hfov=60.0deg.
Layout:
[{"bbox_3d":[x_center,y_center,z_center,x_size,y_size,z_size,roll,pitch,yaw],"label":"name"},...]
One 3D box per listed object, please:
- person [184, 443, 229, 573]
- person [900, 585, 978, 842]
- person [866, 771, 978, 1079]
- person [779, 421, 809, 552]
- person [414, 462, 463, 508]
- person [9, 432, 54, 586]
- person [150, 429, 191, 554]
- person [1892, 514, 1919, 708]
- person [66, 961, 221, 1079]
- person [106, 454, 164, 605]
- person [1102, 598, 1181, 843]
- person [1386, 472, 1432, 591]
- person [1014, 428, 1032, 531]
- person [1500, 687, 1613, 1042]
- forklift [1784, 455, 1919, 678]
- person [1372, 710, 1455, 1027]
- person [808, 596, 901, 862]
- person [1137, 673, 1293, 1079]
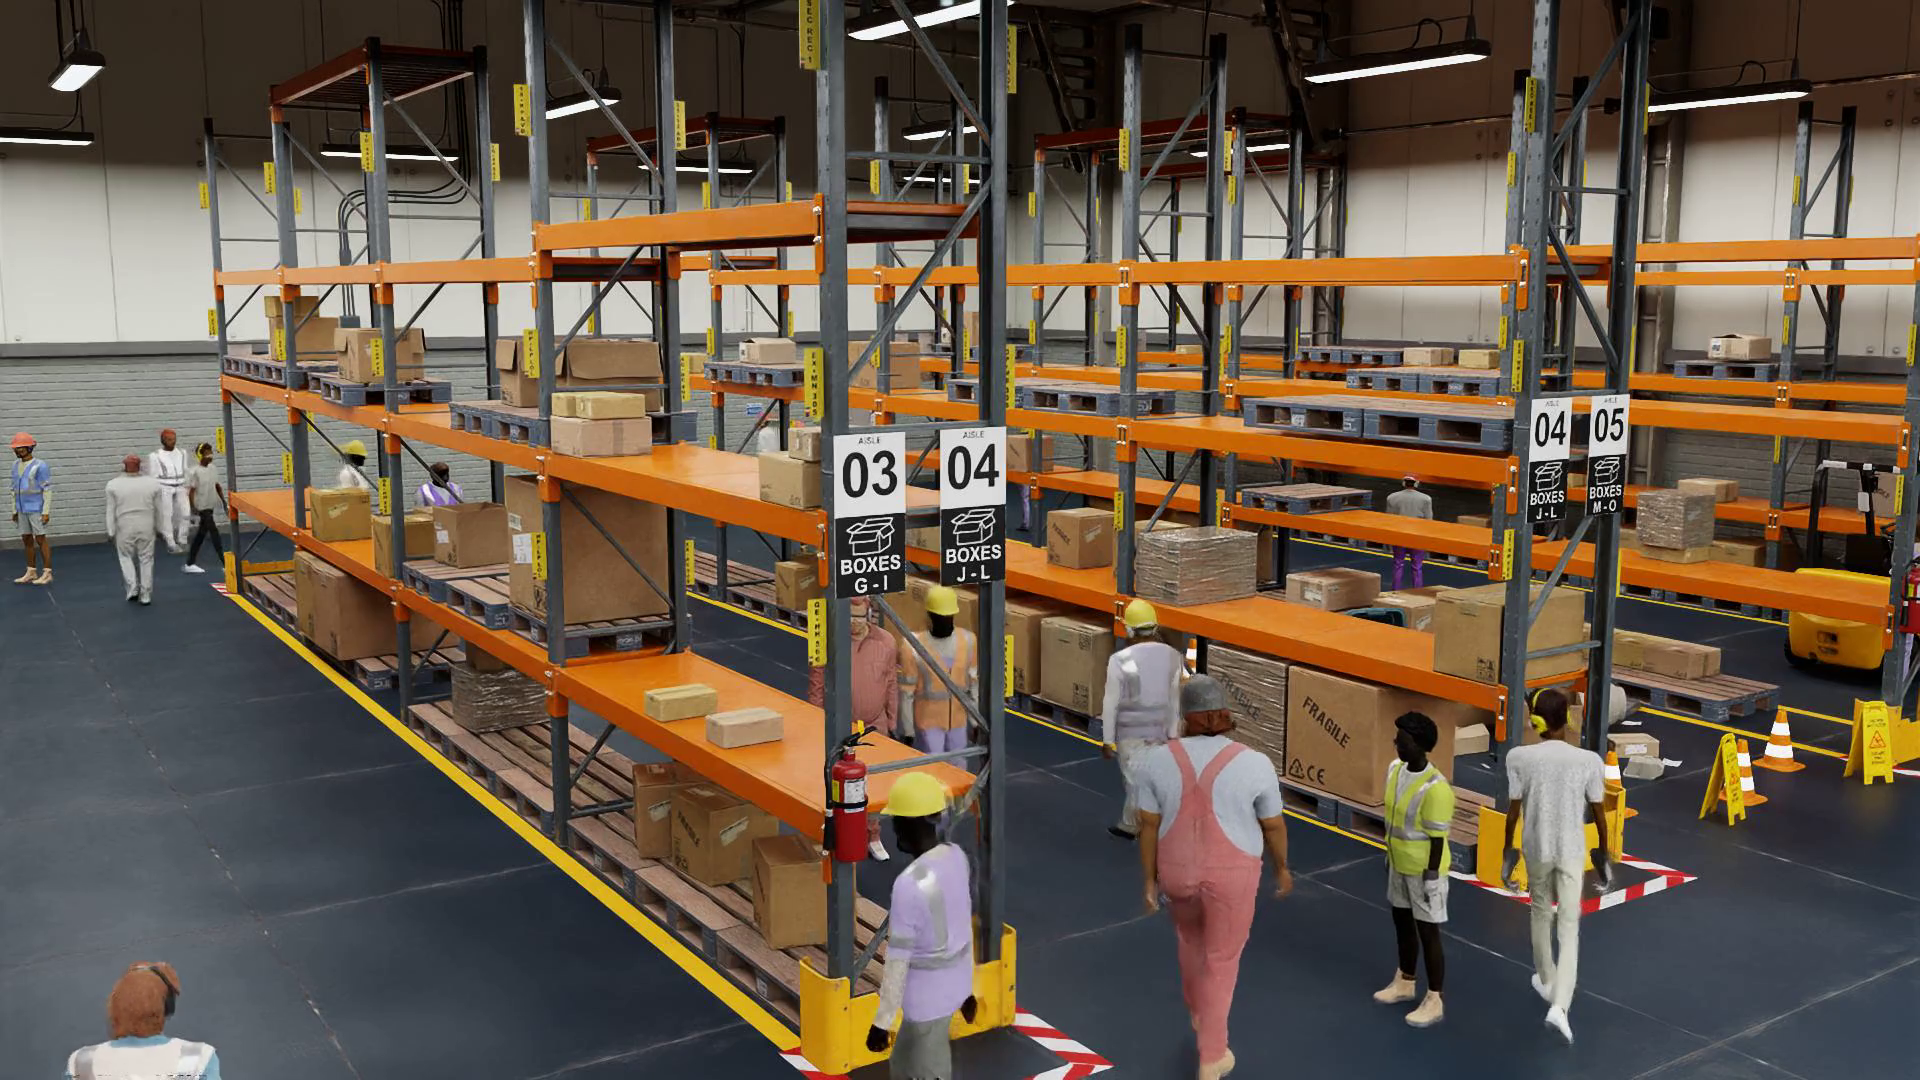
[{"bbox_3d":[-10.344,-0.428,22.946,0.971,1.818,0.538,1,9,7],"label":"person"},{"bbox_3d":[-0.161,1.228,11.608,0.591,1.910,0.684,-5,10,-28],"label":"person"},{"bbox_3d":[-0.056,1.922,7.069,0.851,1.894,0.589,3,9,17],"label":"person"},{"bbox_3d":[-2.325,-0.695,23.983,0.607,2.044,0.377,-6,10,-35],"label":"person"},{"bbox_3d":[-6.282,-0.025,20.212,0.650,1.839,0.460,-8,12,-44],"label":"person"},{"bbox_3d":[-12.353,-0.408,22.069,0.615,2.041,0.376,3,9,19],"label":"person"},{"bbox_3d":[-11.645,-0.708,24.639,0.540,1.867,0.618,6,10,34],"label":"person"},{"bbox_3d":[8.959,0.667,15.568,0.507,1.847,0.345,2,9,14],"label":"person"},{"bbox_3d":[-2.832,2.251,5.839,0.528,1.588,0.857,-2,9,-12],"label":"person"},{"bbox_3d":[-10.292,-0.138,20.765,0.654,1.887,0.604,-5,10,-29],"label":"person"},{"bbox_3d":[1.270,1.305,11.471,0.599,1.806,0.842,-5,10,-30],"label":"person"},{"bbox_3d":[5.537,-0.032,20.523,0.565,1.750,0.341,4,9,22],"label":"person"},{"bbox_3d":[1.106,-1.023,27.085,0.523,1.769,0.315,-6,10,-35],"label":"person"},{"bbox_3d":[3.186,1.688,8.871,0.561,1.821,0.929,3,9,20],"label":"person"},{"bbox_3d":[9.643,0.253,17.172,2.313,2.155,1.214,-6,10,-33],"label":"forklift"},{"bbox_3d":[2.448,1.742,8.930,0.320,1.693,0.538,-2,9,-15],"label":"person"},{"bbox_3d":[-0.707,1.276,11.334,0.652,1.899,0.402,-3,9,-21],"label":"person"},{"bbox_3d":[1.322,1.633,8.489,0.710,2.000,0.930,4,10,26],"label":"person"}]
